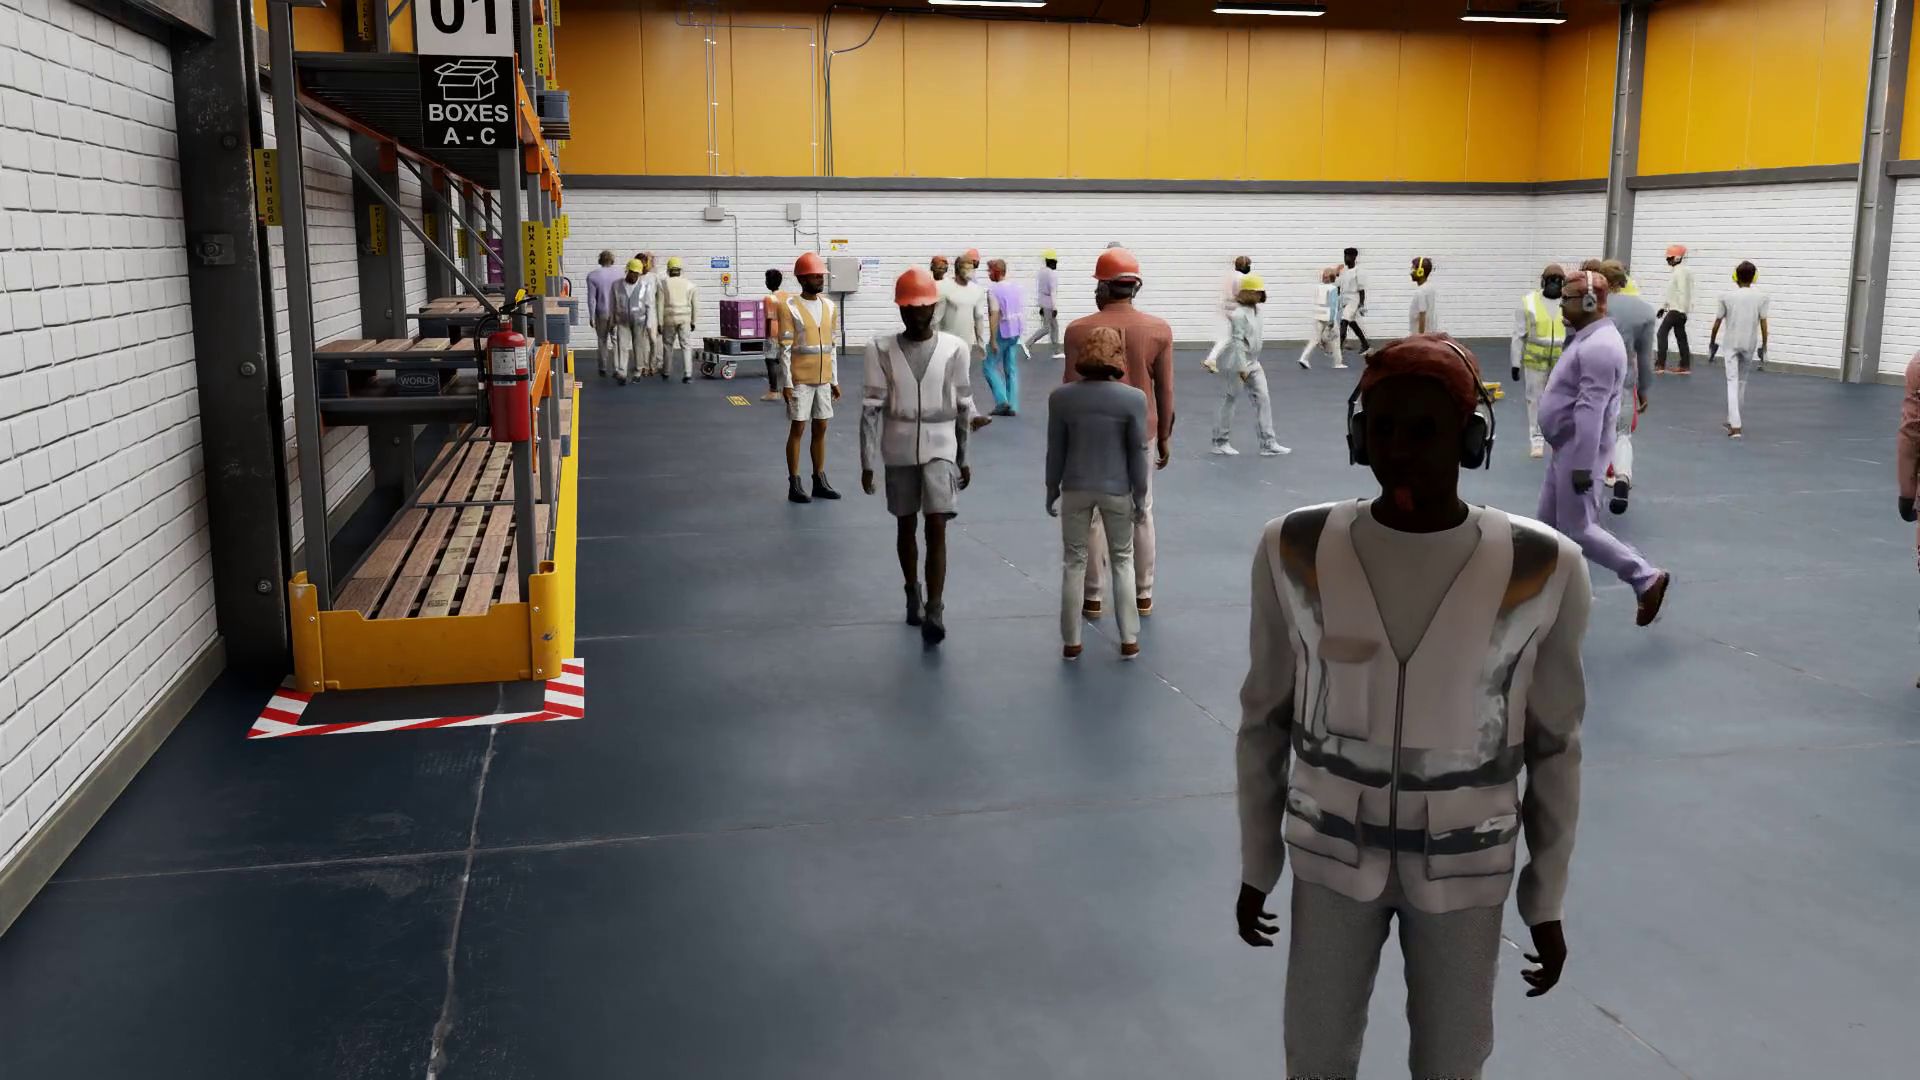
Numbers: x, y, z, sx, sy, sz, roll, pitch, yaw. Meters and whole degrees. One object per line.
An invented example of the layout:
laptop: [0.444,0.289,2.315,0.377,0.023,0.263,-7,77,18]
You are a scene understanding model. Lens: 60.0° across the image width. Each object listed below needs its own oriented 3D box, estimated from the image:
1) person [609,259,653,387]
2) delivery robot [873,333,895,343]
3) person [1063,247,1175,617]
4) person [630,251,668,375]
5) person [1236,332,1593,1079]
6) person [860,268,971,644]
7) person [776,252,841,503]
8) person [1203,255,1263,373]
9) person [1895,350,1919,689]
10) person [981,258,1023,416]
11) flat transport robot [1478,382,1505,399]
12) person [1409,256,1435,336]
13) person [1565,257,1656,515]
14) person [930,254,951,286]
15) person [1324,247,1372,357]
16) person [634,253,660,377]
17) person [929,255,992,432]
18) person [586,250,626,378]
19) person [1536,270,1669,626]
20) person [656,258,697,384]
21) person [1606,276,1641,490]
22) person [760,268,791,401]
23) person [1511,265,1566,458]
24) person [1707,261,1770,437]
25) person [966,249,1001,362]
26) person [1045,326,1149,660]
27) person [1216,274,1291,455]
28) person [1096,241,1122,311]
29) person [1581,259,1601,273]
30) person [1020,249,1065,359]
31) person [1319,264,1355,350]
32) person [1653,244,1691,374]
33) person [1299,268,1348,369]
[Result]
person: [-4.616,-3.039,23.307,0.627,1.759,0.937,-1,10,-4]
delivery robot: [-1.016,-3.056,26.495,0.707,0.478,0.477,-5,11,-27]
person: [0.847,-0.571,8.995,0.622,1.994,0.382,-1,10,-7]
person: [-4.793,-3.431,25.232,0.679,1.853,0.942,8,13,37]
person: [0.766,0.584,2.906,0.578,1.882,0.346,4,11,20]
person: [-0.225,-0.428,8.489,0.568,1.886,0.974,0,10,0]
person: [-1.162,-1.266,12.996,0.545,1.942,0.350,-9,14,-41]
person: [4.186,-3.436,25.408,0.873,1.811,0.623,-3,11,-17]
person: [4.621,-0.263,7.587,0.655,1.883,0.537,7,12,35]
person: [0.499,-2.328,19.213,0.454,1.822,0.600,8,13,39]
flat transport robot: [6.270,-1.871,20.975,0.652,0.197,1.431,9,13,40]
person: [5.225,-2.255,18.722,0.551,1.856,0.516,5,11,26]
person: [4.715,-1.092,12.120,0.635,1.919,0.674,3,11,15]
person: [-0.298,-2.714,21.246,0.624,1.862,0.638,-1,10,-6]
person: [6.892,-4.176,29.205,1.003,1.927,0.626,-3,11,-19]
person: [-4.681,-3.328,24.672,0.569,1.843,0.563,-1,10,-7]
person: [0.011,-2.115,17.883,0.641,1.870,1.069,-9,13,-40]
person: [-5.229,-3.362,24.777,0.645,1.893,0.944,-4,11,-19]
person: [3.279,-0.451,8.634,0.735,1.881,0.655,2,11,13]
person: [-4.067,-3.146,23.871,0.627,1.773,0.937,-4,11,-22]
person: [5.396,-1.311,13.773,0.534,1.745,0.583,-5,11,-26]
person: [-2.249,-2.575,20.949,0.530,1.677,0.537,5,12,28]
person: [5.411,-1.614,15.309,0.660,1.796,0.931,3,11,16]
person: [8.124,-1.991,17.383,0.542,1.809,0.973,3,11,14]
person: [0.167,-3.896,27.741,1.011,1.886,0.566,2,10,12]
person: [0.663,-0.219,8.082,0.511,1.622,0.303,2,10,10]
person: [2.764,-1.629,15.649,0.821,1.706,0.503,9,14,41]
person: [2.490,-3.700,26.207,0.706,2.000,0.689,-1,10,-3]
person: [7.317,-2.330,19.259,0.636,1.807,0.859,-4,11,-23]
person: [1.464,-4.050,28.565,0.852,1.897,0.595,-2,10,-13]
person: [6.971,-4.292,30.688,0.746,1.610,0.503,-2,10,-13]
person: [10.794,-3.504,25.322,0.810,1.962,0.630,4,11,22]
person: [5.752,-3.499,26.299,0.829,1.606,0.524,-4,11,-20]
